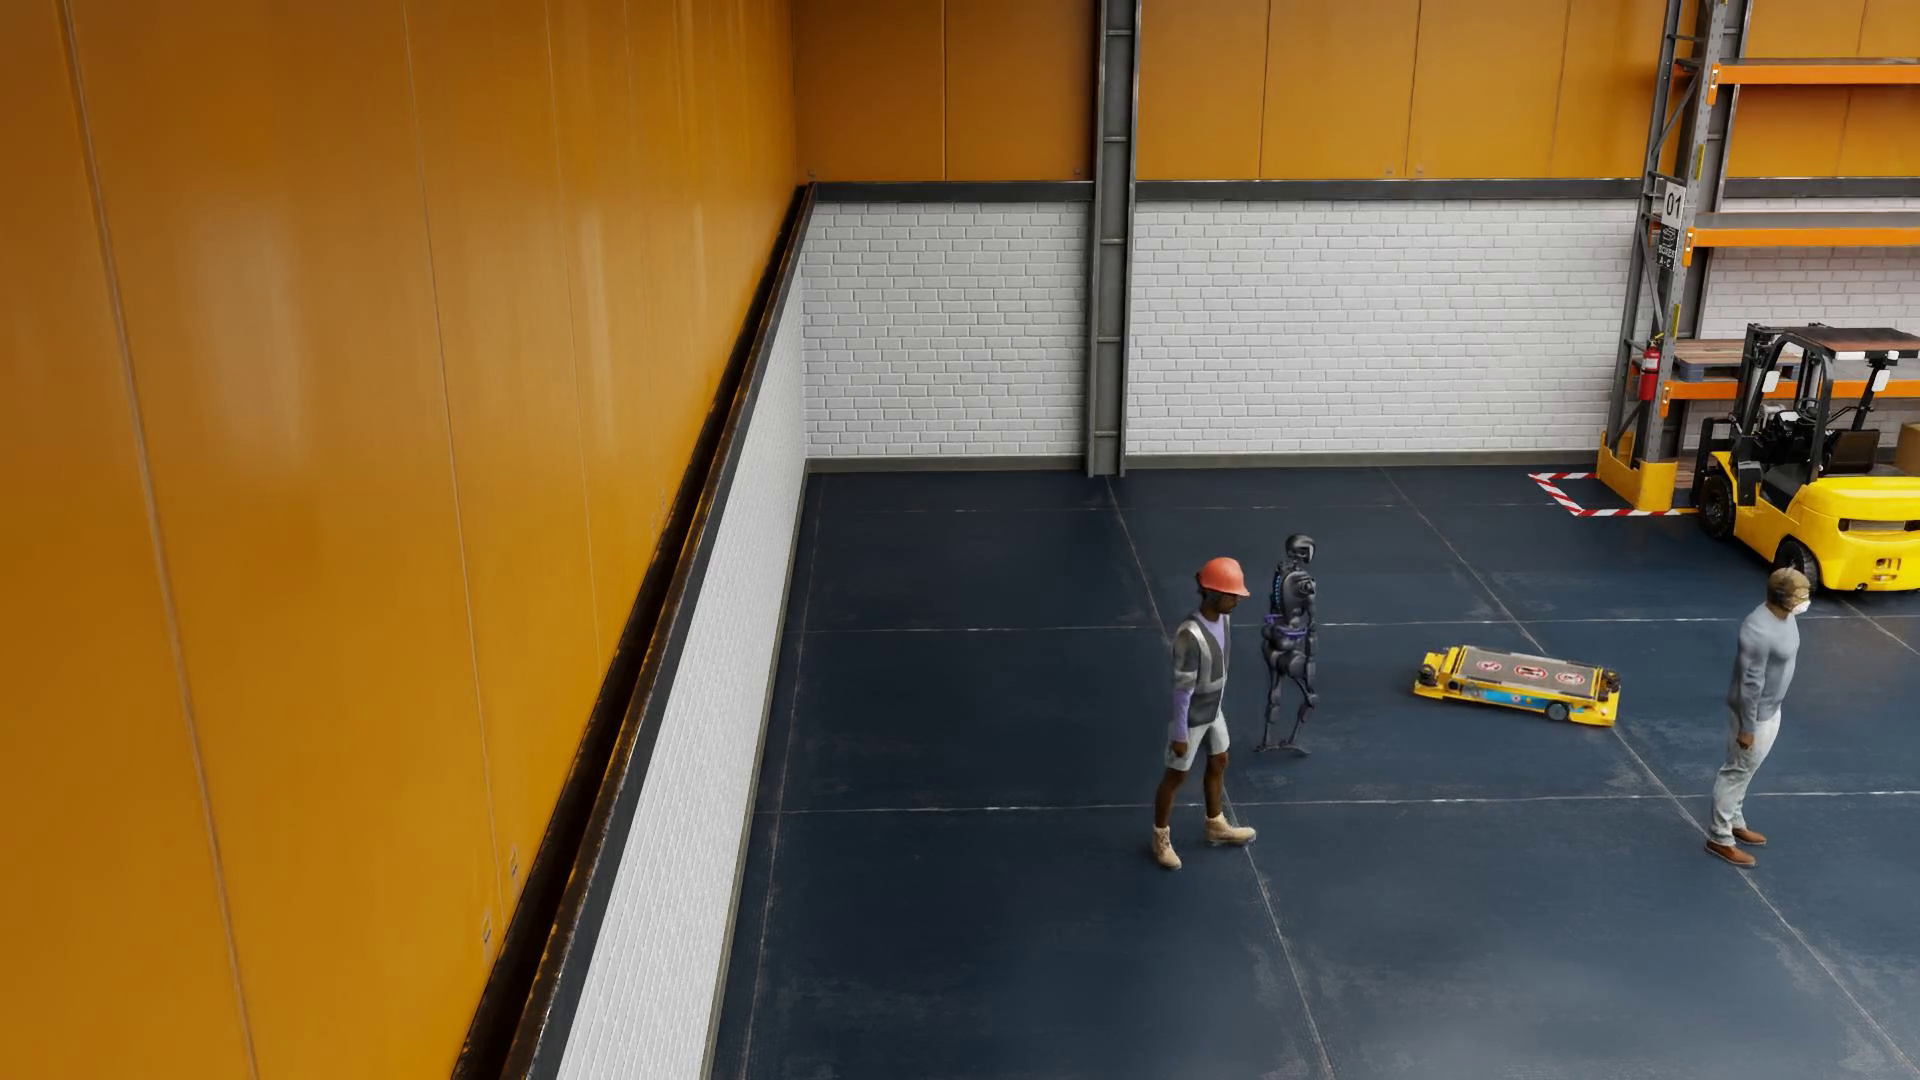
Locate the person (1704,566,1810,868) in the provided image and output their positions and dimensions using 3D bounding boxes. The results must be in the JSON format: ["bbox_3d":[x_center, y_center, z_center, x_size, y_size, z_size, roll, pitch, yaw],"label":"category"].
[{"bbox_3d":[4.921,1.062,10.265,0.355,1.936,0.634,15,25,36],"label":"person"}]

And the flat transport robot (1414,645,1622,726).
[{"bbox_3d":[4.227,1.088,12.603,1.431,0.231,0.659,9,22,22],"label":"flat transport robot"}]

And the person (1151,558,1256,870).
[{"bbox_3d":[1.510,1.055,10.183,0.591,2.019,0.688,12,24,30],"label":"person"}]

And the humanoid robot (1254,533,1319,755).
[{"bbox_3d":[2.297,0.723,11.571,0.450,1.646,0.590,-8,22,-20],"label":"humanoid robot"}]

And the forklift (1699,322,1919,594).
[{"bbox_3d":[7.809,-0.792,14.926,1.214,2.155,2.313,-1,20,-2],"label":"forklift"}]
